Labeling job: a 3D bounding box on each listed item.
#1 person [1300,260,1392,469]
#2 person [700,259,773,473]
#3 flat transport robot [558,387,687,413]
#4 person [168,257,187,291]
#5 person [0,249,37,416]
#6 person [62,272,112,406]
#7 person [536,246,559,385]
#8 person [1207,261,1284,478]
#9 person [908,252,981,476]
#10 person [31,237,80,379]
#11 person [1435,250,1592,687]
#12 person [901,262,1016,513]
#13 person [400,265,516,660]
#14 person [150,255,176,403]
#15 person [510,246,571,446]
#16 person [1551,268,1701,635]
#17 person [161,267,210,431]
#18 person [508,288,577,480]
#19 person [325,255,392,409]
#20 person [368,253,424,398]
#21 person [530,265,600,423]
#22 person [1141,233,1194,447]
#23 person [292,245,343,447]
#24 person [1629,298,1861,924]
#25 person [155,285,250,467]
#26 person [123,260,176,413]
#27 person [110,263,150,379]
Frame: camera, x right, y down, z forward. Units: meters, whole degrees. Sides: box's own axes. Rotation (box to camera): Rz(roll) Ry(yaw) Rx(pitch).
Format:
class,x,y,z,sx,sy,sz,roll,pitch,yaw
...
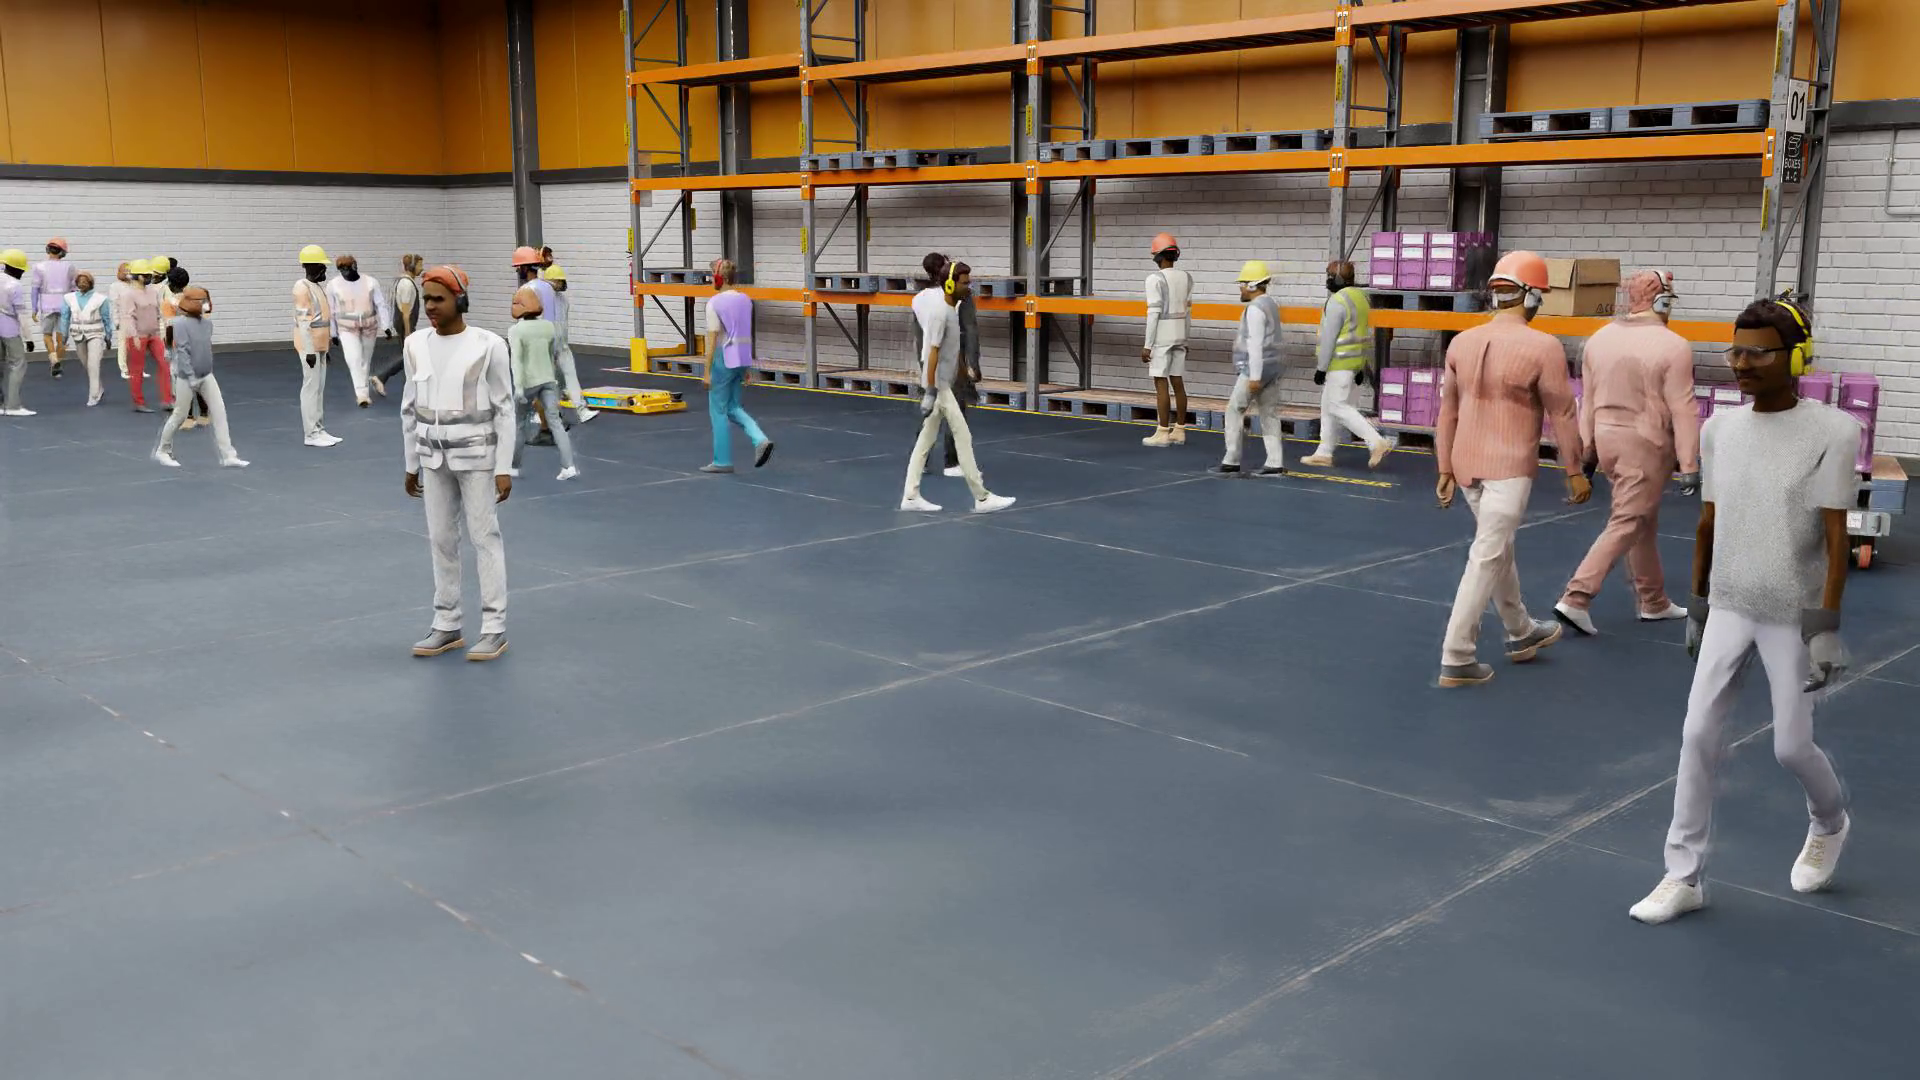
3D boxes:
class,x,y,z,sx,sy,sz,roll,pitch,yaw
person,3.364,-1.501,14.341,0.818,1.814,0.623,6,12,31
person,-1.945,-1.456,14.052,0.549,1.833,0.583,5,12,26
flat transport robot,-3.924,-1.634,19.282,1.431,0.197,0.652,7,12,33
person,-11.588,-3.307,24.514,0.540,1.696,0.315,1,10,3
person,-10.732,-2.323,18.687,0.740,1.877,0.383,4,11,21
person,-10.493,-2.430,20.060,0.506,1.600,0.864,-1,10,-5
person,-5.627,-3.029,22.526,0.317,1.870,0.523,-2,11,-9
person,2.397,-1.416,13.903,0.746,1.801,0.618,5,11,25
person,-0.154,-1.460,13.974,0.702,1.879,0.366,8,13,37
person,-12.719,-3.261,23.433,0.656,2.002,0.539,-7,13,-35
person,2.551,-0.326,7.578,0.995,1.939,0.605,-6,12,-28
person,-0.020,-1.097,12.118,0.915,1.824,0.519,0,10,-1
person,-2.398,-0.360,7.945,0.584,1.879,0.337,3,11,17
person,-9.614,-2.536,20.094,0.405,1.792,0.735,-8,13,-37
person,-4.092,-1.848,15.980,0.426,1.920,0.540,2,11,10
person,3.430,-0.446,8.469,0.978,1.864,0.657,-4,11,-21
person,-8.077,-1.986,17.309,0.316,1.695,0.540,3,11,15
person,-3.522,-1.286,13.800,0.872,1.590,0.502,9,14,40
person,-7.080,-2.445,19.584,0.640,1.781,0.929,-6,12,-32
person,-6.785,-2.567,20.168,0.723,1.819,0.529,-4,11,-20
person,-4.290,-2.071,17.781,0.920,1.694,0.507,7,12,33
person,1.967,-1.915,15.987,0.611,2.040,0.393,-9,14,-40
person,-6.208,-1.869,16.043,0.380,1.928,0.586,-1,10,-5
person,2.397,0.211,4.926,0.810,1.846,0.541,-8,13,-36
person,-6.706,-1.423,14.520,0.831,1.595,0.502,3,11,16
person,-9.175,-2.298,18.874,0.716,1.735,0.542,3,11,18
person,-11.797,-3.115,23.638,0.281,1.634,0.498,6,12,28
